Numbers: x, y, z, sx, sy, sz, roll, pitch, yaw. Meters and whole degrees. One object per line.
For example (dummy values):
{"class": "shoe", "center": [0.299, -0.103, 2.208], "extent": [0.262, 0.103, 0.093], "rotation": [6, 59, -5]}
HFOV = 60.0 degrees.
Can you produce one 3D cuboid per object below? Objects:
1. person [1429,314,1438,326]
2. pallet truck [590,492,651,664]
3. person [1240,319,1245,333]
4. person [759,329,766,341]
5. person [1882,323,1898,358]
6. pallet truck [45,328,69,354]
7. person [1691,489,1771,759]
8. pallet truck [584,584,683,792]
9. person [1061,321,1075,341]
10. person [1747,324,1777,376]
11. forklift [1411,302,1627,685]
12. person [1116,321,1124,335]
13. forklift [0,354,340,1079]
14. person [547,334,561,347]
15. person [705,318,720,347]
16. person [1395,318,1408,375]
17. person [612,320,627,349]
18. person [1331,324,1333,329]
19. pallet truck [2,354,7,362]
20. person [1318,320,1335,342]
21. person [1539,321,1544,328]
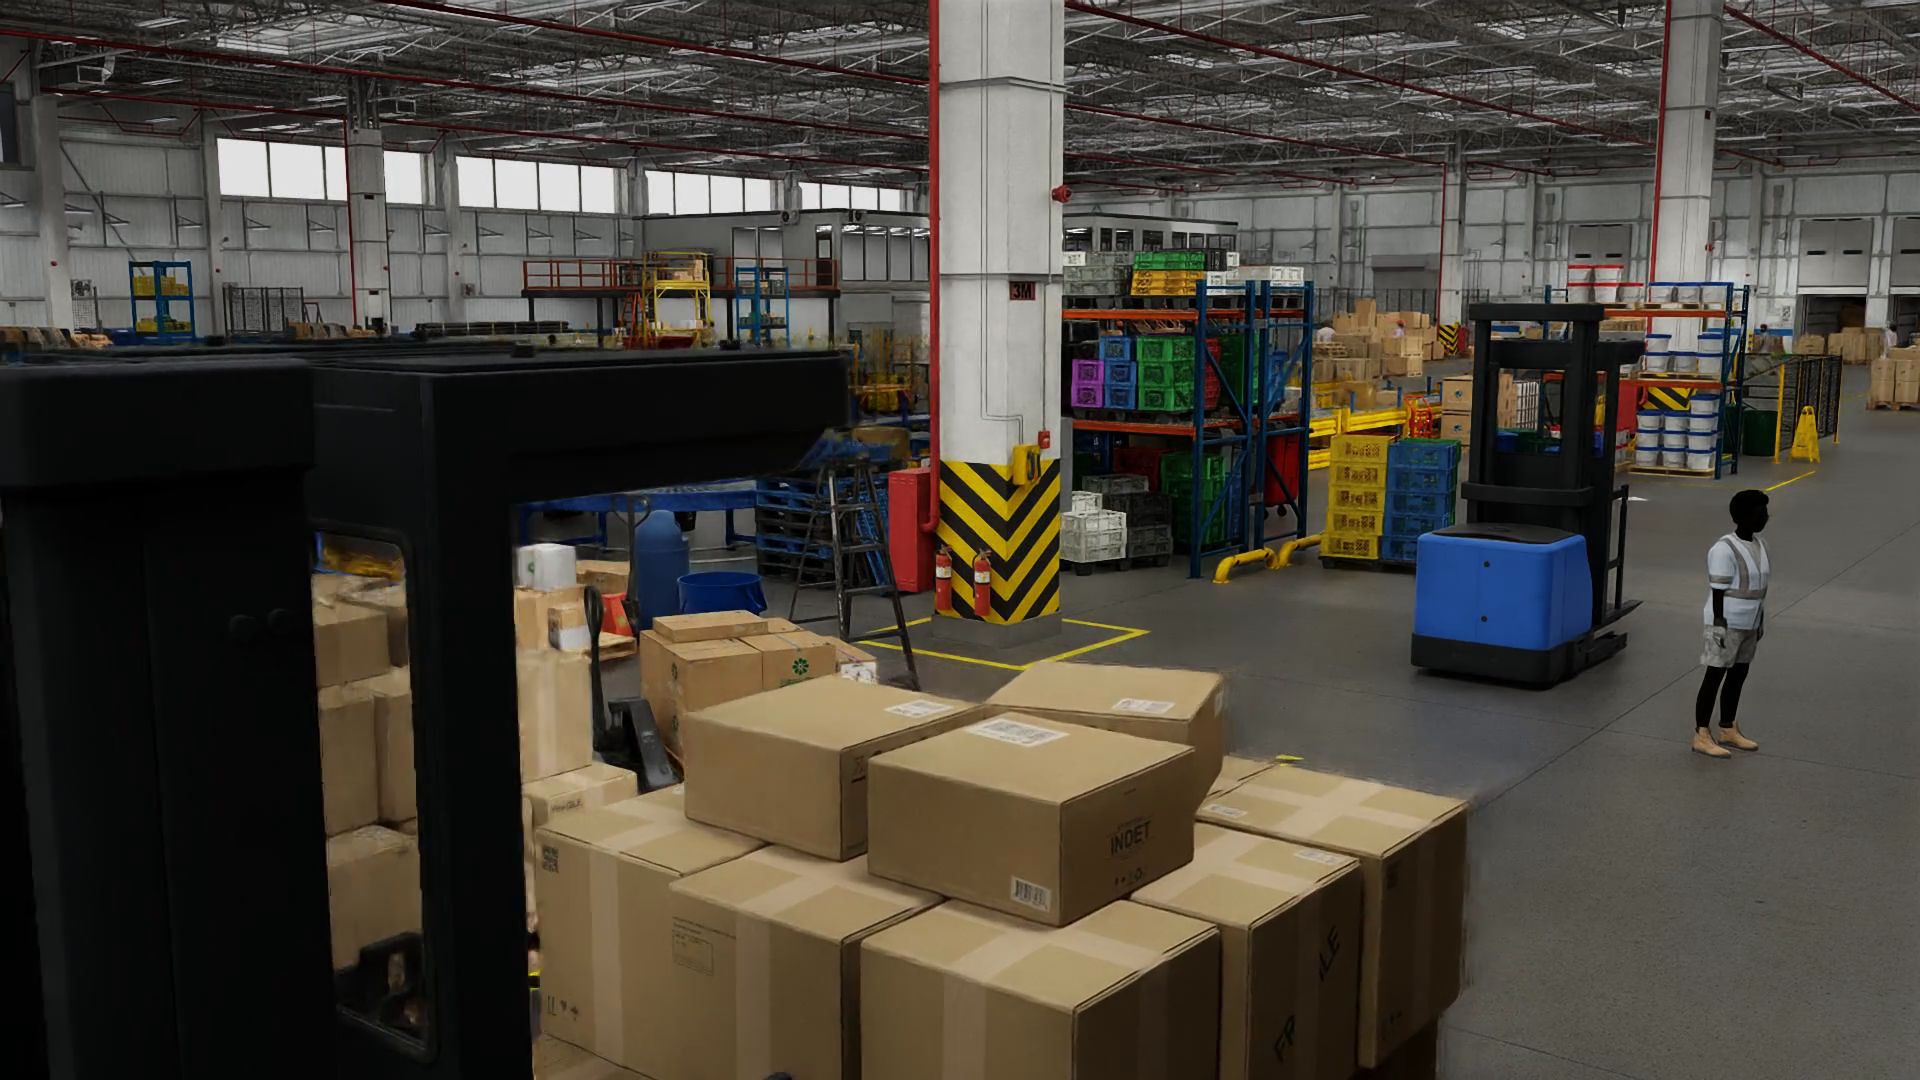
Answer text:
{"class": "person", "center": [22.452, -9.742, 78.766], "extent": [0.589, 1.928, 0.386], "rotation": [-5, 10, -28]}
{"class": "pallet truck", "center": [-3.115, 0.344, 12.883], "extent": [0.653, 1.274, 1.630], "rotation": [7, 11, 37]}
{"class": "person", "center": [14.753, -11.033, 87.442], "extent": [0.628, 1.929, 0.436], "rotation": [-6, 10, -33]}
{"class": "person", "center": [-6.515, -6.073, 54.657], "extent": [0.543, 1.741, 0.722], "rotation": [-7, 11, -38]}
{"class": "person", "center": [34.232, -7.086, 61.296], "extent": [0.630, 1.808, 0.917], "rotation": [-5, 10, -29]}
{"class": "pallet truck", "center": [-23.775, -4.544, 43.495], "extent": [1.885, 1.965, 0.823], "rotation": [6, 10, 35]}
{"class": "person", "center": [4.855, 0.518, 10.411], "extent": [0.534, 1.694, 0.321], "rotation": [-5, 10, -33]}
{"class": "pallet truck", "center": [-1.426, 0.805, 10.019], "extent": [1.601, 1.201, 0.680], "rotation": [-4, 9, -26]}
{"class": "person", "center": [3.660, -6.621, 57.349], "extent": [0.689, 2.000, 1.035], "rotation": [-6, 10, -35]}
{"class": "person", "center": [28.372, -6.706, 58.655], "extent": [0.951, 1.830, 0.536], "rotation": [4, 9, 23]}
{"class": "forklift", "center": [4.379, -0.438, 12.852], "extent": [1.129, 2.768, 1.873], "rotation": [7, 11, 37]}
{"class": "person", "center": [5.602, -6.740, 58.496], "extent": [0.354, 1.939, 0.544], "rotation": [5, 10, 30]}
{"class": "forklift", "center": [-1.218, 1.130, 2.278], "extent": [1.129, 2.768, 1.873], "rotation": [7, 11, 37]}
{"class": "person", "center": [-10.442, -4.375, 42.828], "extent": [0.556, 1.855, 0.450], "rotation": [-2, 9, -10]}
{"class": "person", "center": [-10.051, -8.117, 67.927], "extent": [0.926, 1.883, 0.610], "rotation": [6, 10, 33]}
{"class": "person", "center": [15.602, -6.883, 59.192], "extent": [0.764, 2.024, 0.625], "rotation": [5, 10, 32]}
{"class": "person", "center": [-12.992, -7.463, 63.556], "extent": [0.572, 1.883, 0.356], "rotation": [0, 8, 2]}
{"class": "person", "center": [18.071, -9.919, 80.654], "extent": [0.901, 1.726, 0.521], "rotation": [0, 8, -1]}
{"class": "pallet truck", "center": [-24.881, -4.417, 42.634], "extent": [1.885, 1.965, 0.823], "rotation": [8, 11, 41]}
{"class": "person", "center": [13.080, -6.877, 59.422], "extent": [0.635, 1.936, 0.355], "rotation": [0, 8, -2]}
{"class": "person", "center": [27.627, -9.701, 79.327], "extent": [0.698, 1.671, 0.529], "rotation": [5, 10, 31]}
